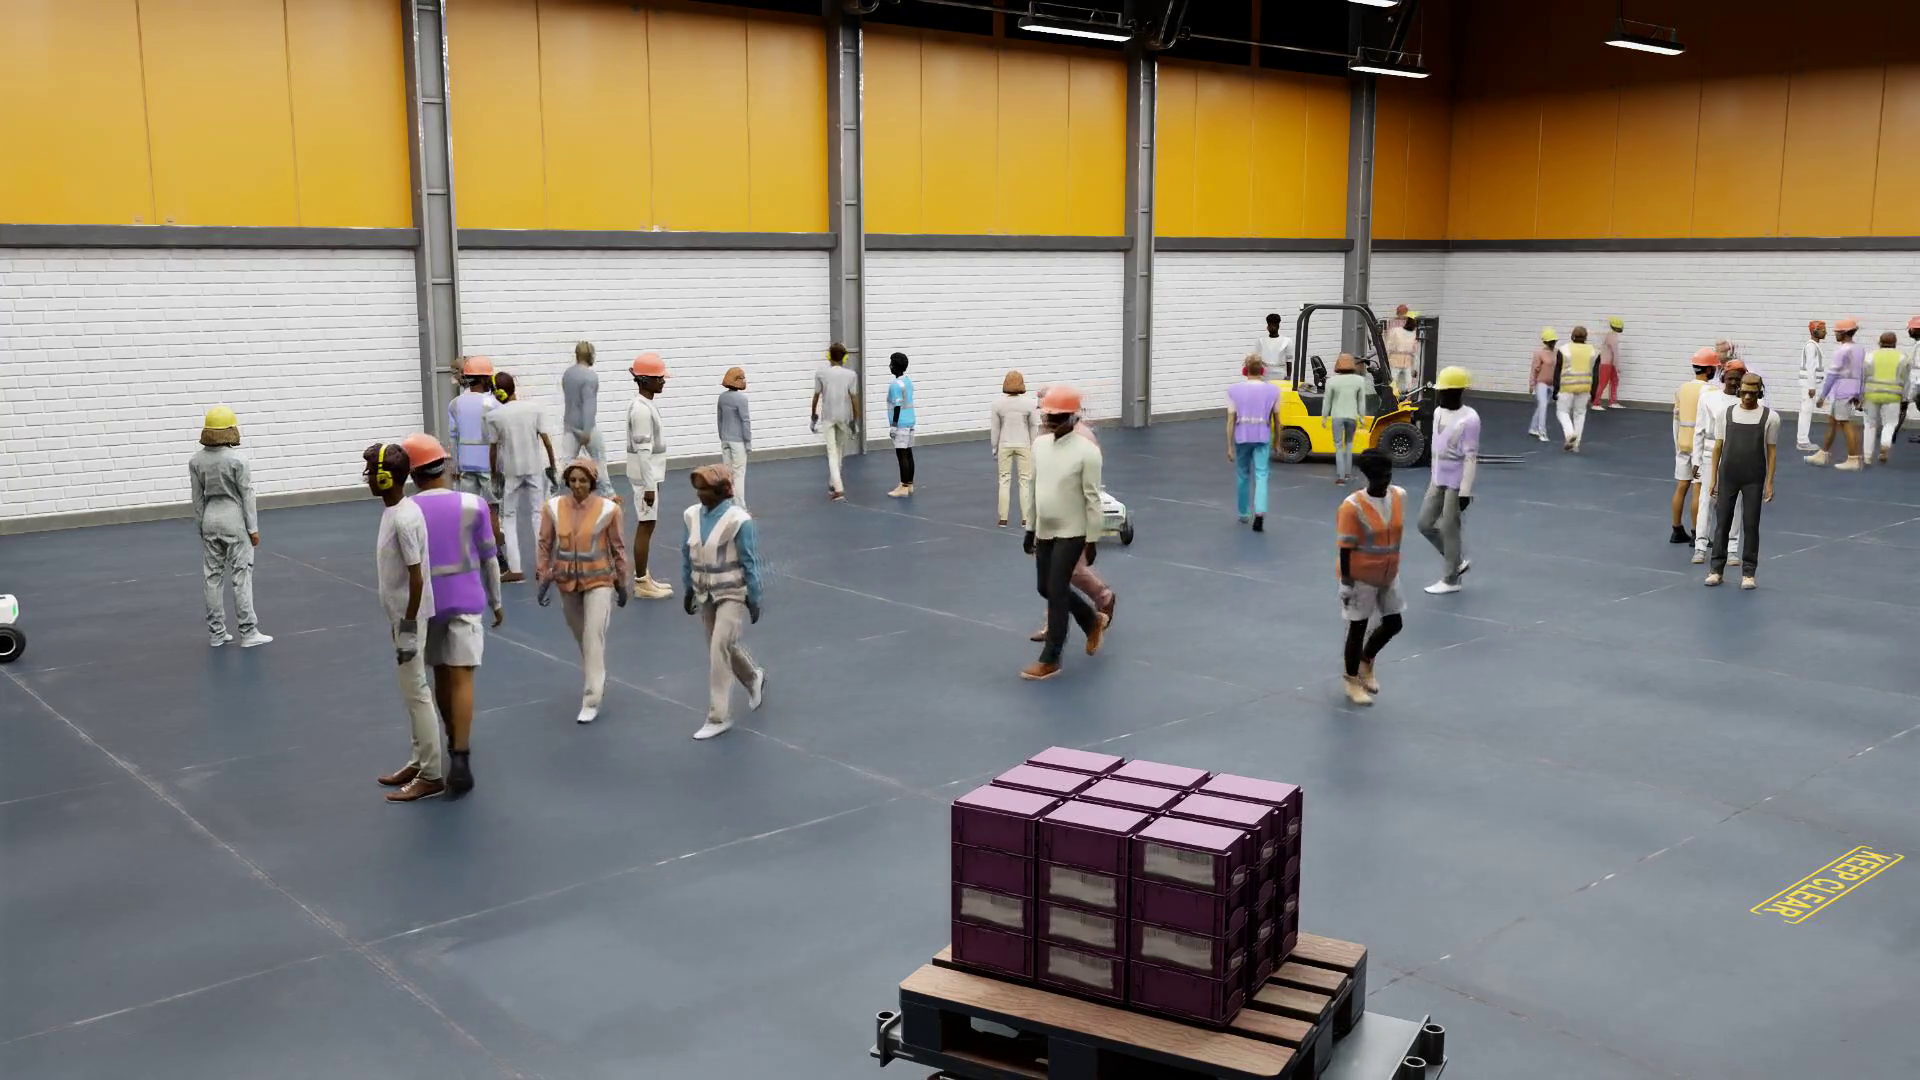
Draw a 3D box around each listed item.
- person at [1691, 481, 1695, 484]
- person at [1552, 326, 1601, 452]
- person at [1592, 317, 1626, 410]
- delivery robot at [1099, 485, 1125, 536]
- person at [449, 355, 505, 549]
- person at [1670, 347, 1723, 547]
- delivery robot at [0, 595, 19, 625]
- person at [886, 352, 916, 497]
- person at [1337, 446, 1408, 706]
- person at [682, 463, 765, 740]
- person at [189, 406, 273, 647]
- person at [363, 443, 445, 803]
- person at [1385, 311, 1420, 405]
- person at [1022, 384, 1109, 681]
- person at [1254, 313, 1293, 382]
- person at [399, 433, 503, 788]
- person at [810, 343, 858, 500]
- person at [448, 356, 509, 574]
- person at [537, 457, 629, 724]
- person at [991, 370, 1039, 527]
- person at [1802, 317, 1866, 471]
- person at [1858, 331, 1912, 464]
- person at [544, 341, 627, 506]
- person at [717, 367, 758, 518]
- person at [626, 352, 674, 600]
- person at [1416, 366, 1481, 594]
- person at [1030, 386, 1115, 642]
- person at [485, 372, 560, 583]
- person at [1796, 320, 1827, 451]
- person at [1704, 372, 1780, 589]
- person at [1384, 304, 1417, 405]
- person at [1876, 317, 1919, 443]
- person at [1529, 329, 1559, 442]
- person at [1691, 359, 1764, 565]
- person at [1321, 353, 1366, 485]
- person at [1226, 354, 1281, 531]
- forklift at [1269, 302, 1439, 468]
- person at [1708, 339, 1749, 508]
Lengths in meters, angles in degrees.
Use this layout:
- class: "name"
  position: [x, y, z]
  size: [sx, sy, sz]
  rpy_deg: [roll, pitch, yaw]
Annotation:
- class: "person"
  position: [9.270, -1.497, 20.558]
  size: [0.316, 1.631, 0.523]
  rpy_deg: [6, 12, 33]
- class: "person"
  position: [8.833, -2.156, 23.842]
  size: [0.645, 1.825, 0.497]
  rpy_deg: [1, 10, 4]
- class: "person"
  position: [11.867, -3.189, 30.226]
  size: [0.668, 1.712, 0.593]
  rpy_deg: [4, 10, 20]
- class: "delivery robot"
  position: [1.376, -0.298, 16.399]
  size: [0.477, 0.478, 0.707]
  rpy_deg: [-2, 10, -12]
- class: "person"
  position: [-4.457, -0.728, 15.197]
  size: [0.456, 1.917, 0.625]
  rpy_deg: [-1, 10, -6]
- class: "person"
  position: [7.173, -0.901, 16.159]
  size: [0.369, 1.939, 0.542]
  rpy_deg: [-3, 10, -18]
- class: "delivery robot"
  position: [-6.940, 0.535, 11.522]
  size: [0.707, 0.478, 0.477]
  rpy_deg: [-7, 12, -34]
- class: "person"
  position: [-0.691, -1.347, 19.473]
  size: [0.322, 1.697, 0.535]
  rpy_deg: [3, 10, 17]
- class: "person"
  position: [2.541, 0.226, 10.358]
  size: [0.569, 1.658, 0.505]
  rpy_deg: [-5, 11, -25]
- class: "person"
  position: [-1.385, 0.326, 9.933]
  size: [0.526, 1.608, 0.753]
  rpy_deg: [6, 12, 33]
- class: "person"
  position: [-5.278, -0.092, 11.997]
  size: [0.484, 1.744, 0.295]
  rpy_deg: [2, 10, 10]
- class: "person"
  position: [-2.889, 0.425, 8.617]
  size: [0.327, 1.865, 0.514]
  rpy_deg: [-4, 10, -22]
- class: "person"
  position: [7.566, -2.994, 28.618]
  size: [0.711, 1.878, 0.381]
  rpy_deg: [-3, 10, -15]
- class: "person"
  position: [0.728, -0.076, 11.218]
  size: [0.832, 1.972, 0.626]
  rpy_deg: [-8, 13, -39]
- class: "person"
  position: [4.709, -2.439, 25.104]
  size: [0.603, 1.959, 0.380]
  rpy_deg: [4, 11, 23]
- class: "person"
  position: [-2.773, 0.363, 8.953]
  size: [0.564, 1.884, 0.988]
  rpy_deg: [-2, 10, -10]
- class: "person"
  position: [-1.459, -1.382, 19.359]
  size: [0.516, 1.816, 0.959]
  rpy_deg: [-3, 10, -18]
- class: "person"
  position: [-4.239, -0.656, 14.734]
  size: [0.547, 1.934, 0.376]
  rpy_deg: [3, 10, 17]
- class: "person"
  position: [-2.313, 0.265, 10.328]
  size: [0.540, 1.602, 0.819]
  rpy_deg: [1, 10, 8]
- class: "person"
  position: [0.567, -0.942, 17.281]
  size: [0.500, 1.636, 0.283]
  rpy_deg: [1, 10, 5]
- class: "person"
  position: [11.559, -1.936, 22.000]
  size: [0.636, 2.003, 0.931]
  rpy_deg: [-7, 12, -37]
- class: "person"
  position: [12.383, -1.896, 22.336]
  size: [0.637, 1.819, 0.608]
  rpy_deg: [6, 11, 29]
- class: "person"
  position: [-4.218, -1.248, 18.389]
  size: [0.629, 1.886, 1.027]
  rpy_deg: [9, 13, 42]
- class: "person"
  position: [-2.415, -1.044, 17.887]
  size: [0.284, 1.634, 0.498]
  rpy_deg: [-9, 13, -43]
- class: "person"
  position: [-2.540, -0.519, 13.662]
  size: [0.392, 2.038, 0.607]
  rpy_deg: [-1, 10, -8]
- class: "person"
  position: [4.057, -0.492, 13.827]
  size: [0.406, 1.912, 0.624]
  rpy_deg: [-3, 10, -16]
- class: "person"
  position: [0.798, -0.191, 12.180]
  size: [0.572, 1.879, 0.678]
  rpy_deg: [-7, 12, -37]
- class: "person"
  position: [-3.732, -0.540, 14.380]
  size: [0.666, 1.834, 0.321]
  rpy_deg: [-3, 10, -18]
- class: "person"
  position: [12.403, -2.249, 24.216]
  size: [0.355, 1.883, 0.575]
  rpy_deg: [5, 11, 26]
- class: "person"
  position: [6.635, -0.503, 14.112]
  size: [0.504, 1.843, 0.345]
  rpy_deg: [6, 11, 31]
- class: "person"
  position: [8.333, -3.496, 31.444]
  size: [0.643, 1.909, 0.410]
  rpy_deg: [3, 10, 17]
- class: "person"
  position: [14.278, -2.405, 25.068]
  size: [0.898, 1.897, 0.563]
  rpy_deg: [4, 10, 22]
- class: "person"
  position: [8.965, -2.388, 25.524]
  size: [0.566, 1.720, 0.755]
  rpy_deg: [-4, 11, -24]
- class: "person"
  position: [6.995, -0.710, 15.190]
  size: [0.573, 1.887, 0.355]
  rpy_deg: [4, 10, 20]
- class: "person"
  position: [4.720, -1.500, 20.574]
  size: [0.523, 1.614, 0.557]
  rpy_deg: [-1, 10, -4]
- class: "person"
  position: [3.043, -1.018, 17.238]
  size: [0.579, 1.819, 0.913]
  rpy_deg: [1, 10, 6]
- class: "forklift"
  position: [5.320, -2.157, 22.763]
  size: [2.313, 2.155, 1.214]
  rpy_deg: [3, 10, 16]
- class: "person"
  position: [8.416, -1.284, 18.527]
  size: [0.659, 1.883, 0.685]
  rpy_deg: [-2, 10, -11]
